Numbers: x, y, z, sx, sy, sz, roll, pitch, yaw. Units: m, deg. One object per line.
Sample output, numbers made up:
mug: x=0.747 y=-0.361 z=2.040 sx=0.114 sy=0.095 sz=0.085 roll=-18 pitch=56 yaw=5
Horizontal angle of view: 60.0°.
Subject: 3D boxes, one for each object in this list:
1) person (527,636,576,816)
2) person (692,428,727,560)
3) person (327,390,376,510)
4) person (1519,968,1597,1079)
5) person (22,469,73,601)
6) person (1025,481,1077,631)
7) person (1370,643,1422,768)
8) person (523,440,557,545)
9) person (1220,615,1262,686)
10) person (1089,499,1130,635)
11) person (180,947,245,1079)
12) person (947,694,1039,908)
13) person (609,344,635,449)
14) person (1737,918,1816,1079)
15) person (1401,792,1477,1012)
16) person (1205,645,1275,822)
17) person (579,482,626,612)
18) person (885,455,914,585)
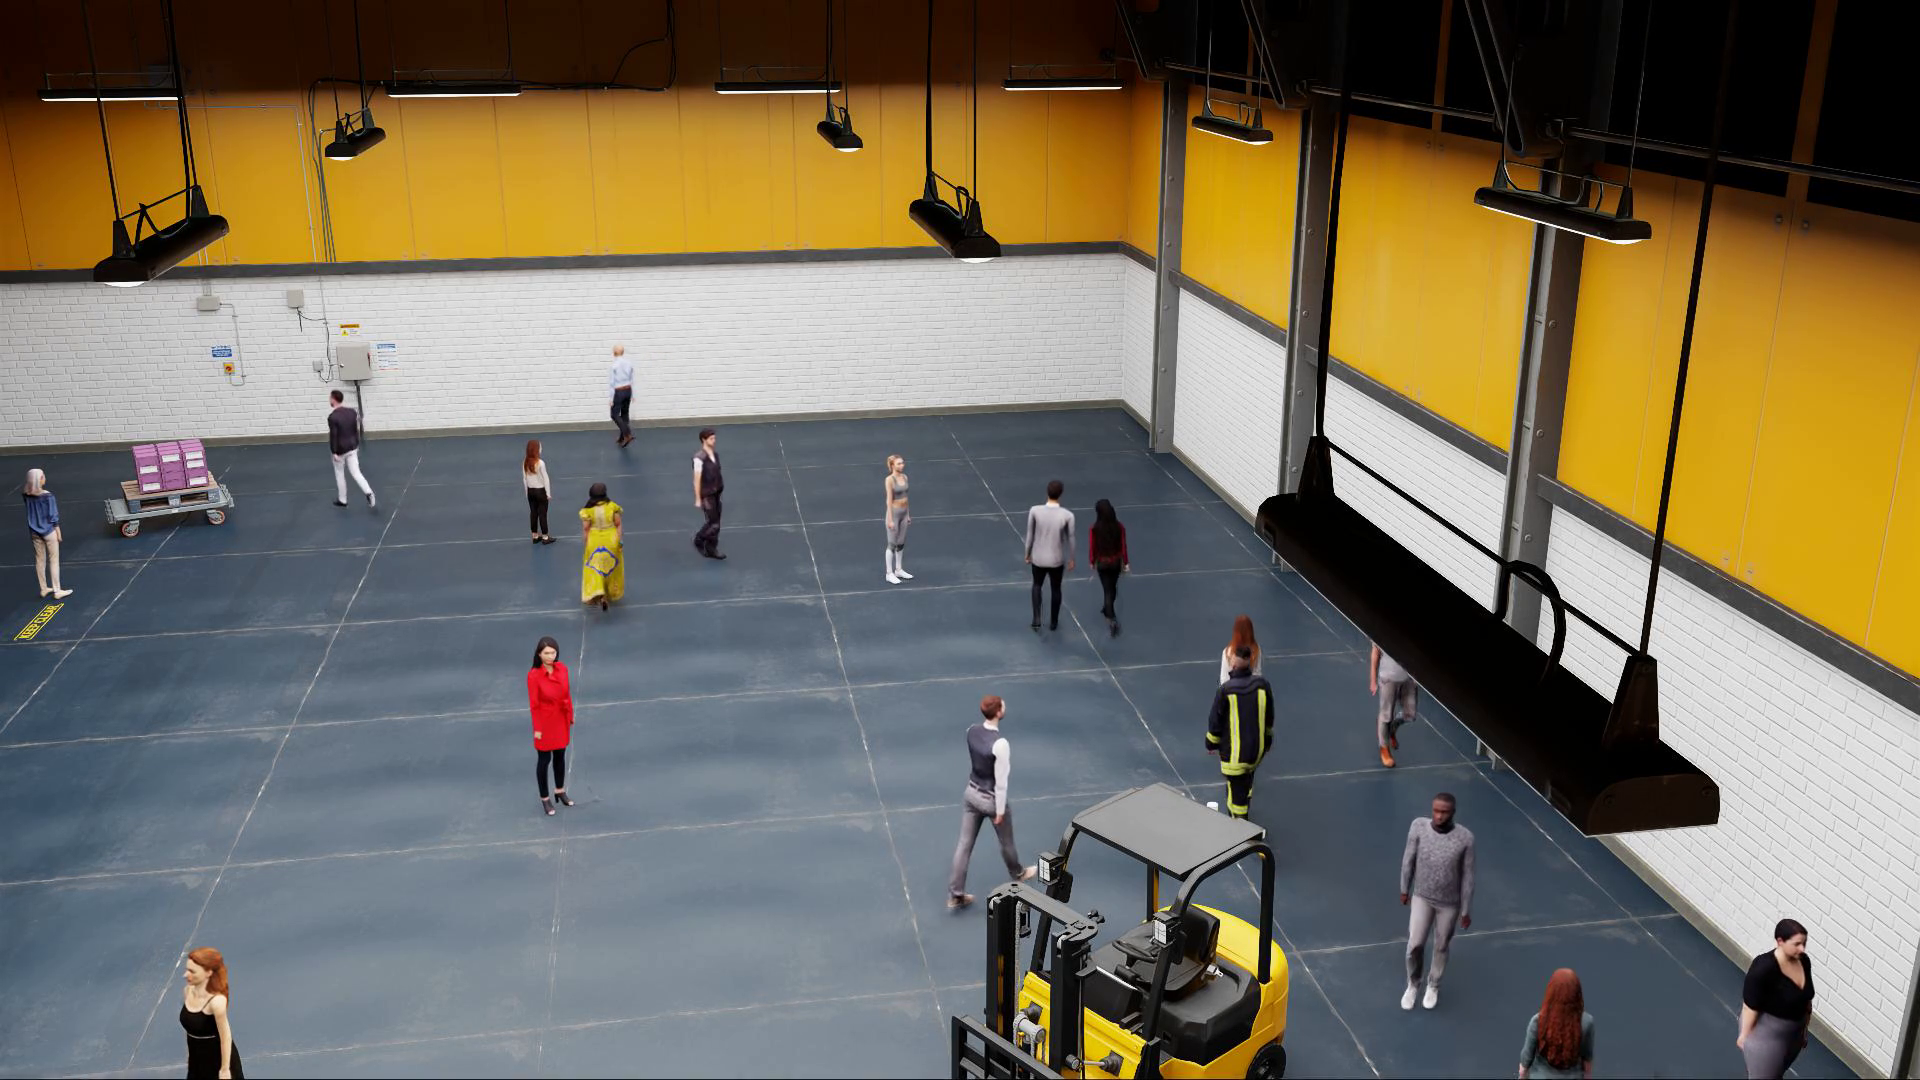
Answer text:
person: x=-3.861 y=1.730 z=15.697 sx=0.791 sy=1.749 sz=0.739 roll=15 pitch=24 yaw=38
person: x=-3.466 y=-0.624 z=22.543 sx=0.889 sy=1.842 sz=0.815 roll=8 pitch=20 yaw=24
person: x=-9.046 y=-1.315 z=24.627 sx=1.158 sy=1.822 sz=1.088 roll=13 pitch=22 yaw=33
person: x=3.752 y=3.513 z=10.422 sx=0.656 sy=1.738 sz=0.673 roll=1 pitch=19 yaw=4
person: x=-11.677 y=-0.089 z=21.184 sx=0.695 sy=1.696 sz=0.701 roll=5 pitch=19 yaw=14
person: x=1.073 y=0.223 z=19.915 sx=0.930 sy=1.914 sz=0.969 roll=2 pitch=19 yaw=7
person: x=4.344 y=1.359 z=16.696 sx=0.704 sy=1.815 sz=0.731 roll=-3 pitch=19 yaw=-9
person: x=-5.912 y=-0.669 z=23.238 sx=0.619 sy=1.484 sz=0.637 roll=7 pitch=20 yaw=20
person: x=2.763 y=1.595 z=16.202 sx=0.712 sy=1.684 sz=1.155 roll=0 pitch=19 yaw=-1
person: x=1.795 y=0.353 z=20.009 sx=0.659 sy=1.608 sz=0.984 roll=-2 pitch=19 yaw=-5
person: x=-4.895 y=3.400 z=10.934 sx=0.678 sy=1.625 sz=0.736 roll=12 pitch=22 yaw=32
person: x=0.150 y=2.218 z=14.023 sx=1.173 sy=1.893 sz=1.253 roll=-16 pitch=24 yaw=-40
person: x=-5.649 y=-2.399 z=27.915 sx=0.961 sy=1.778 sz=1.085 roll=-17 pitch=25 yaw=-41
person: x=5.358 y=3.262 z=11.149 sx=0.726 sy=1.749 sz=0.721 roll=-9 pitch=21 yaw=-25
person: x=3.666 y=2.700 z=12.704 sx=0.823 sy=1.822 sz=0.838 roll=7 pitch=20 yaw=19
person: x=2.601 y=1.865 z=15.146 sx=0.848 sy=1.846 sz=0.945 roll=-6 pitch=20 yaw=-18
person: x=-4.438 y=0.103 z=20.706 sx=0.852 sy=1.637 sz=1.235 roll=-5 pitch=19 yaw=-16
person: x=-0.830 y=-0.295 z=21.782 sx=0.715 sy=1.703 sz=0.661 roll=14 pitch=23 yaw=36
